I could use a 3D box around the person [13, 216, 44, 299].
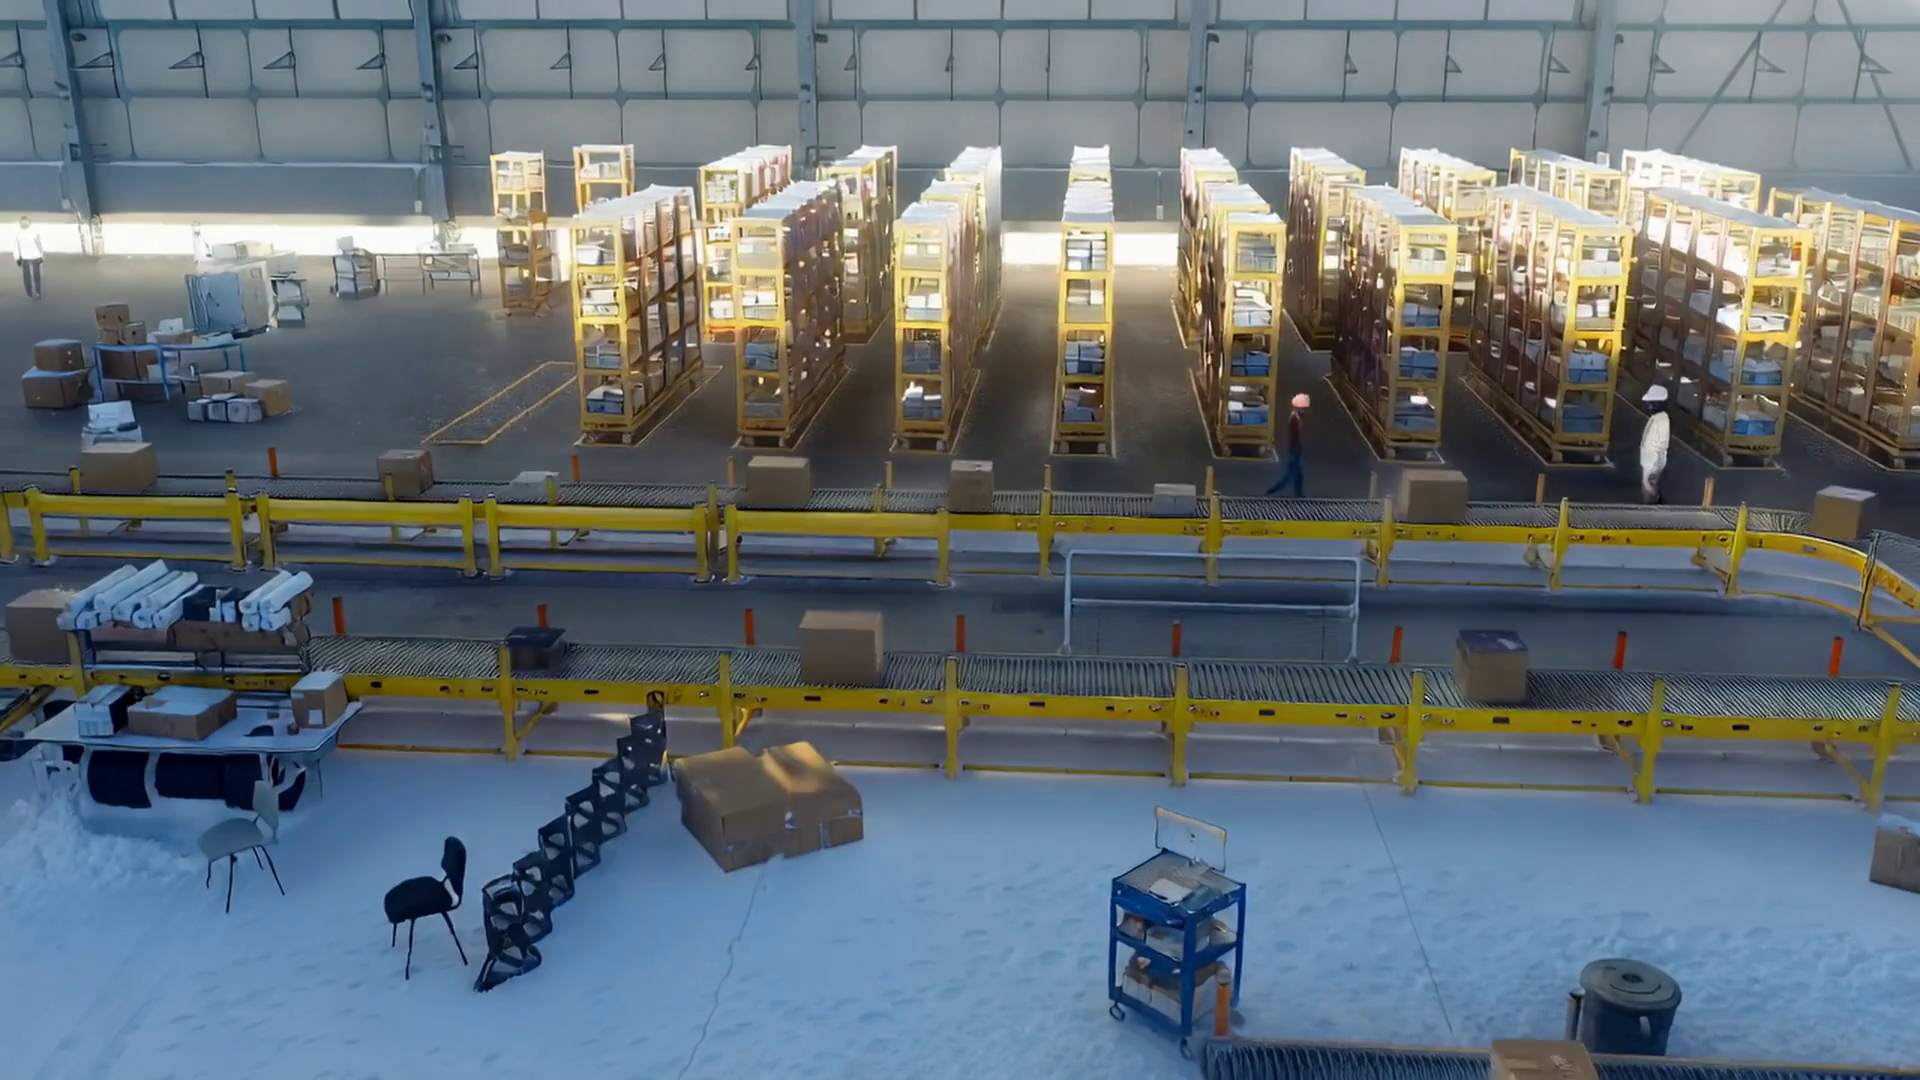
[{"bbox_3d":[-22.347,-6.806,39.954,0.612,1.944,1.005,-10,20,-30],"label":"person"}]

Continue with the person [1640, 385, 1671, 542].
[{"bbox_3d":[8.849,-0.987,21.347,0.393,2.041,0.614,4,18,13],"label":"person"}]

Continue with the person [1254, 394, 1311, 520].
[{"bbox_3d":[4.371,-1.121,22.287,0.749,1.736,0.524,4,18,13],"label":"person"}]

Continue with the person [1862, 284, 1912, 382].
[{"bbox_3d":[16.980,-3.657,30.004,1.060,1.942,0.603,9,20,28],"label":"person"}]

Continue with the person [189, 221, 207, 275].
[{"bbox_3d":[-18.555,-6.923,40.655,0.325,1.752,0.560,-1,18,-3],"label":"person"}]
